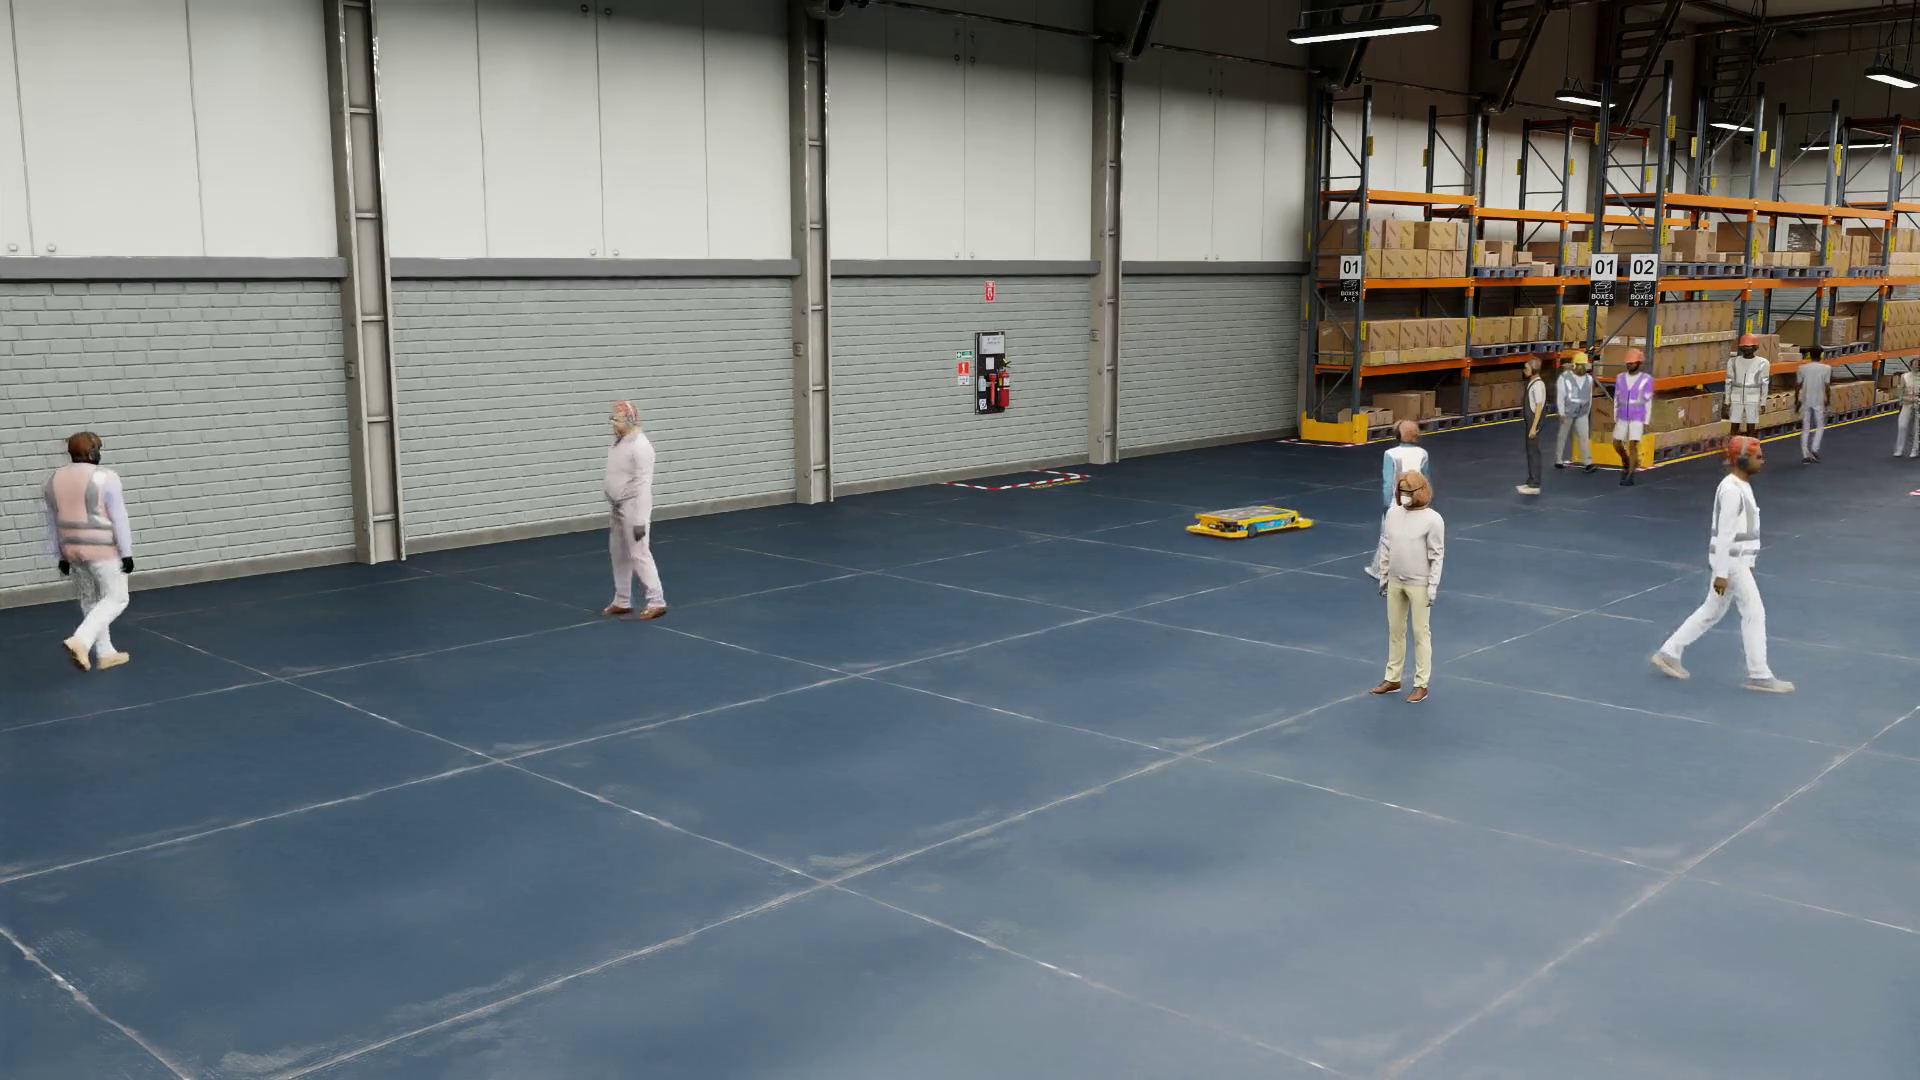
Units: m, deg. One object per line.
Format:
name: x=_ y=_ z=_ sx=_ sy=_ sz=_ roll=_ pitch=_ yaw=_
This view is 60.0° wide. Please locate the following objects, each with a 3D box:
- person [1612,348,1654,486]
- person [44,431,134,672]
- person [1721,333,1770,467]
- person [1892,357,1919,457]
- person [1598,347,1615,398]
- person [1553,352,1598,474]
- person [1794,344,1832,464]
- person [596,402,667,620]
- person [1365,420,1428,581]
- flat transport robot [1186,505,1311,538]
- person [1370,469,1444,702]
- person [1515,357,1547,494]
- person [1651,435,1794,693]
person: x=9.360 y=-1.711 z=23.155 sx=0.545 sy=1.925 sz=0.492 roll=9 pitch=13 yaw=43
person: x=-6.500 y=0.101 z=12.390 sx=0.640 sy=1.825 sz=0.652 roll=3 pitch=10 yaw=16
person: x=11.905 y=-2.110 z=25.206 sx=0.609 sy=2.044 sz=0.397 roll=7 pitch=12 yaw=36
person: x=15.127 y=-2.094 z=26.413 sx=0.728 sy=1.609 sz=0.517 roll=-9 pitch=13 yaw=-43
person: x=12.565 y=-3.166 z=31.862 sx=0.677 sy=1.971 sz=0.628 roll=-7 pitch=12 yaw=-37
person: x=9.076 y=-1.865 z=24.510 sx=0.595 sy=1.780 sz=0.943 roll=-1 pitch=9 yaw=-6
person: x=13.212 y=-2.105 z=25.735 sx=0.552 sy=1.856 sz=0.493 roll=8 pitch=12 yaw=40
person: x=-2.855 y=-0.248 z=14.386 sx=0.493 sy=1.898 sz=0.704 roll=-7 pitch=11 yaw=-35
person: x=4.212 y=-0.345 z=15.814 sx=0.542 sy=1.589 sz=0.878 roll=-3 pitch=10 yaw=-19
flat transport robot: x=3.322 y=-0.221 z=19.080 sx=1.431 sy=0.197 sz=0.652 roll=-8 pitch=12 yaw=-39
person: x=3.150 y=0.315 z=11.675 sx=0.287 sy=1.633 sz=0.497 roll=-7 pitch=12 yaw=-37
person: x=7.672 y=-1.532 z=22.288 sx=0.328 sy=1.842 sz=0.516 roll=2 pitch=10 yaw=13
person: x=5.533 y=0.155 z=12.015 sx=0.942 sy=1.847 sz=0.584 roll=5 pitch=10 yaw=27
